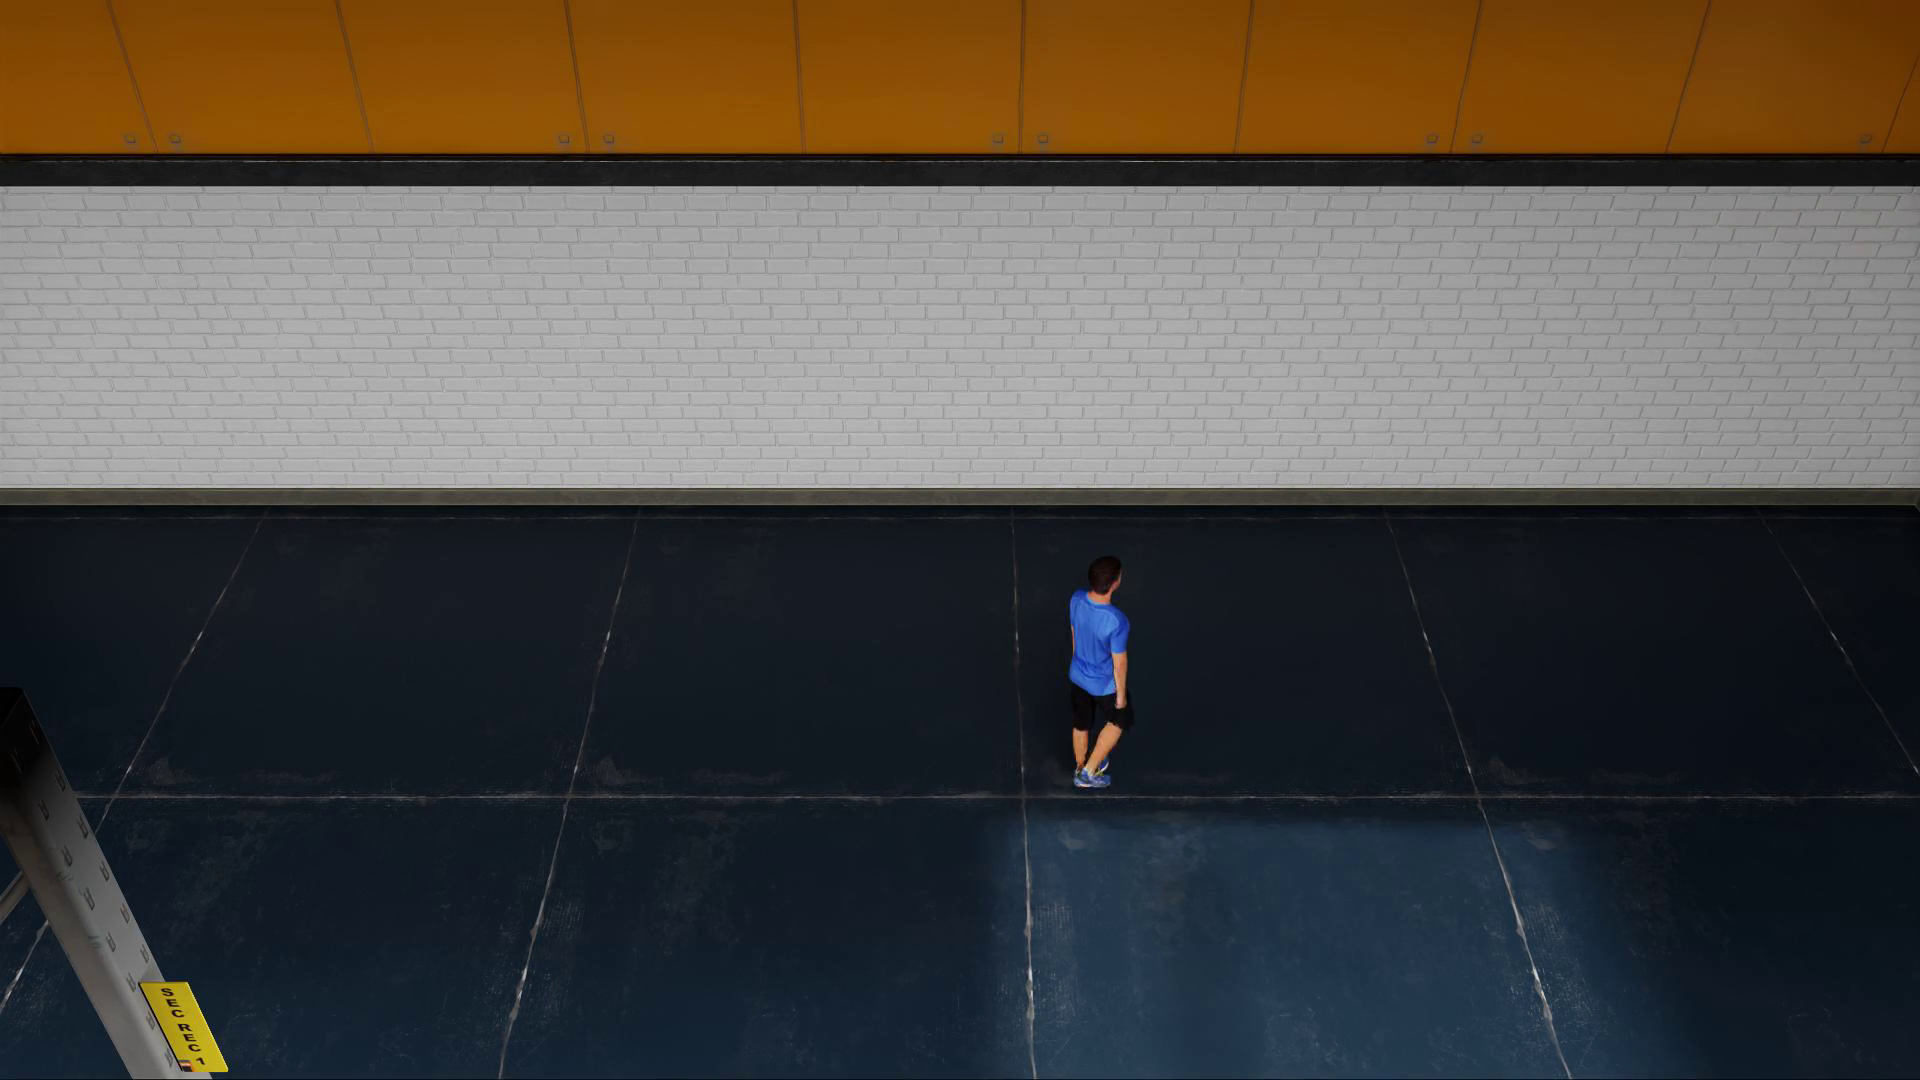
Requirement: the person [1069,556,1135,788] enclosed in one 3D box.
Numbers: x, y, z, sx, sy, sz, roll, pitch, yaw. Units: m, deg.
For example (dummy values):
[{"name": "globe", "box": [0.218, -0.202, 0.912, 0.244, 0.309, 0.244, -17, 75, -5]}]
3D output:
[{"name": "person", "box": [0.801, 0.910, 10.454, 0.829, 1.861, 0.770, -32, 48, -33]}]
